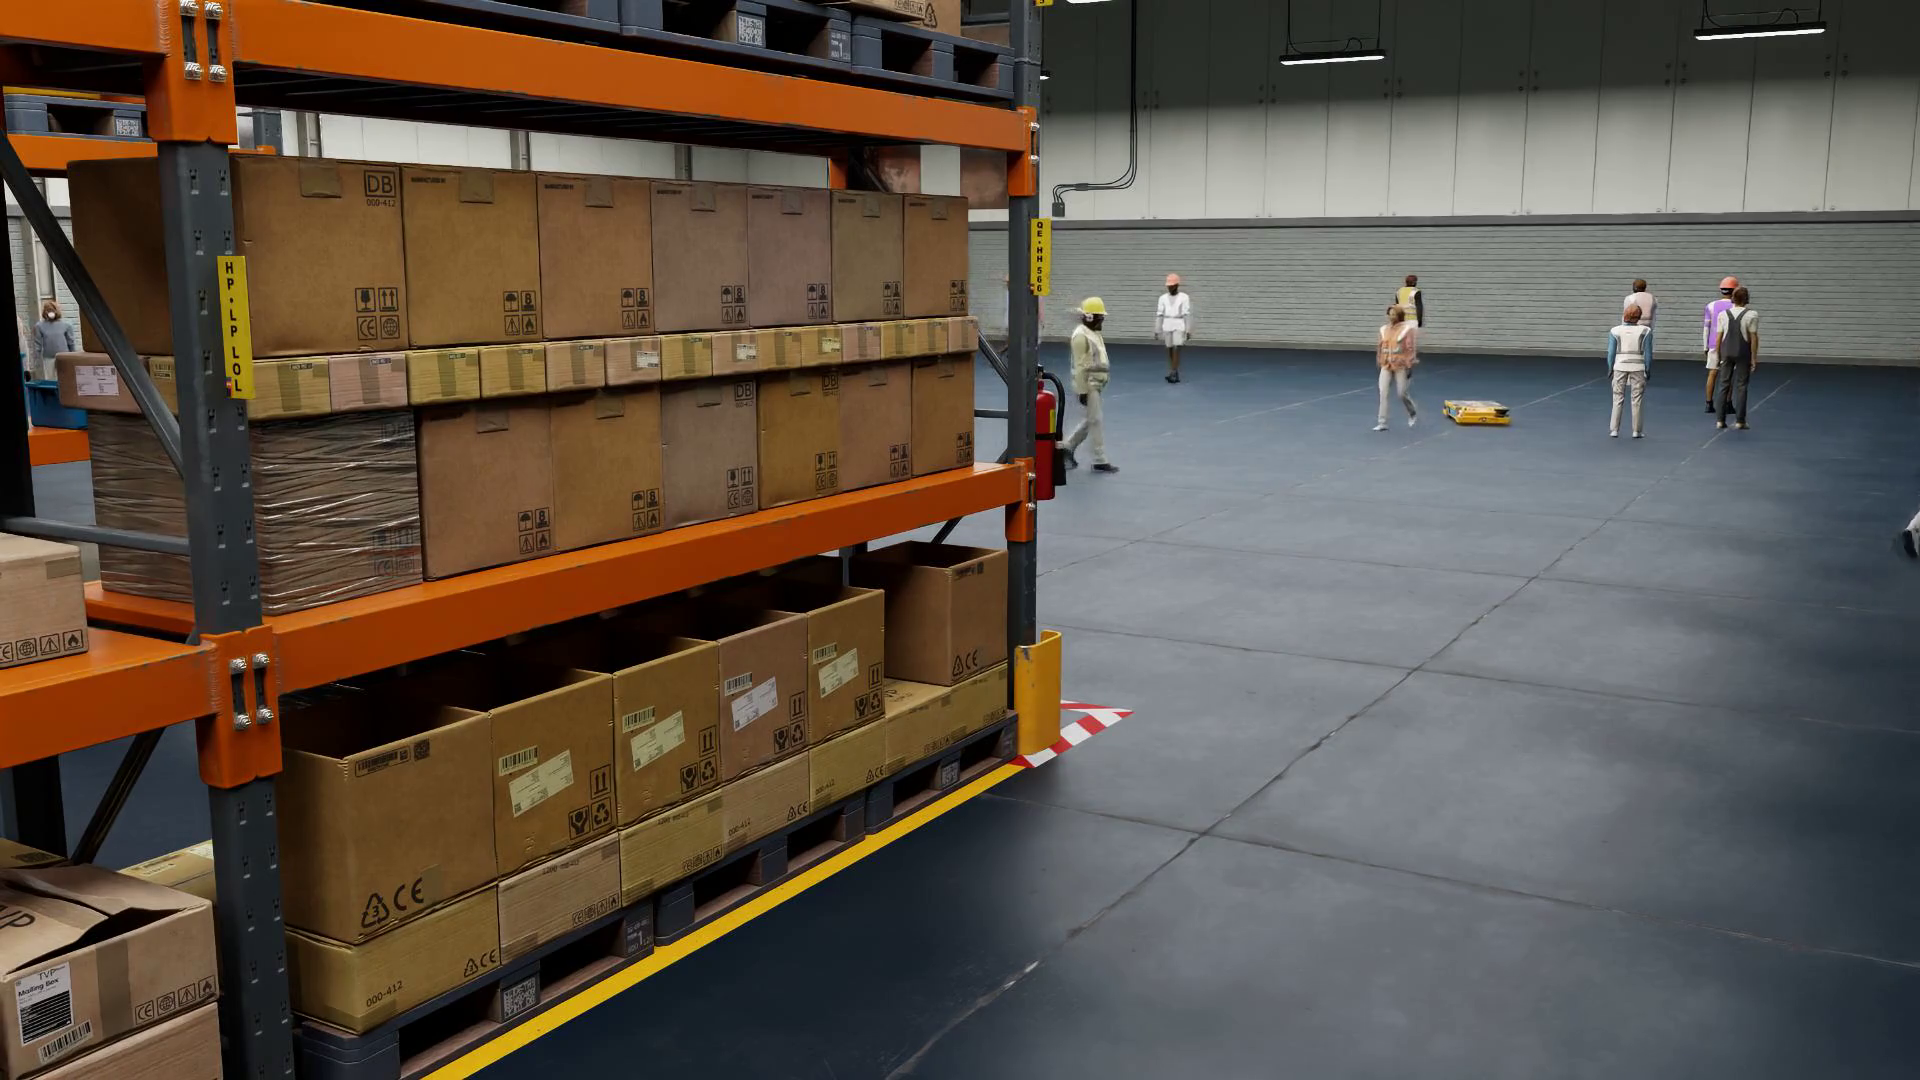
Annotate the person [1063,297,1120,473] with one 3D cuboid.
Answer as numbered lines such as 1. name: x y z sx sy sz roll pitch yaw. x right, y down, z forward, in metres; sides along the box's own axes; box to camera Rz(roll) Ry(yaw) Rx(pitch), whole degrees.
1. person: 1.328 -1.607 17.222 0.699 1.814 0.603 4 10 20

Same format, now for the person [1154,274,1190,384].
1. person: 3.677 -3.677 29.082 0.576 1.892 0.941 5 11 27

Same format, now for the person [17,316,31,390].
1. person: -11.127 -1.990 19.392 0.620 1.837 0.429 1 10 6

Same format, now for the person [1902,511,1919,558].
1. person: 7.286 -0.635 12.105 0.718 1.621 0.531 -3 10 -19

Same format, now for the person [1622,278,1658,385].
1. person: 11.706 -3.595 28.771 0.634 1.841 0.429 -2 10 -12

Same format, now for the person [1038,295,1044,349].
1. person: 1.461 -4.415 33.827 0.541 1.744 0.364 3 10 19

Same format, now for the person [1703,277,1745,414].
1. person: 10.835 -2.755 23.578 0.551 1.933 0.376 9 13 42

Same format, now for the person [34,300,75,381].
1. person: -12.680 -2.554 23.337 0.506 1.614 0.640 -3 10 -19

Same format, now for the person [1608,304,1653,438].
1. person: 8.205 -2.064 20.392 0.513 1.641 0.309 5 11 28

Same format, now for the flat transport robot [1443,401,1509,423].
1. flat transport robot: 6.990 -1.749 22.555 0.652 0.197 1.431 1 10 8

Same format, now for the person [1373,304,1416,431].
1. person: 5.593 -2.212 21.322 0.532 1.622 0.666 9 13 44

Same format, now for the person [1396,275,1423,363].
1. person: 9.393 -4.611 34.716 0.429 1.842 0.632 -7 12 -34

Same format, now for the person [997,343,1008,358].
1. person: 1.068 -4.327 32.908 0.862 1.905 0.554 2 10 12

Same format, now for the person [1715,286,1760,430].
1. person: 10.008 -2.339 21.438 0.513 1.838 0.350 8 13 41
